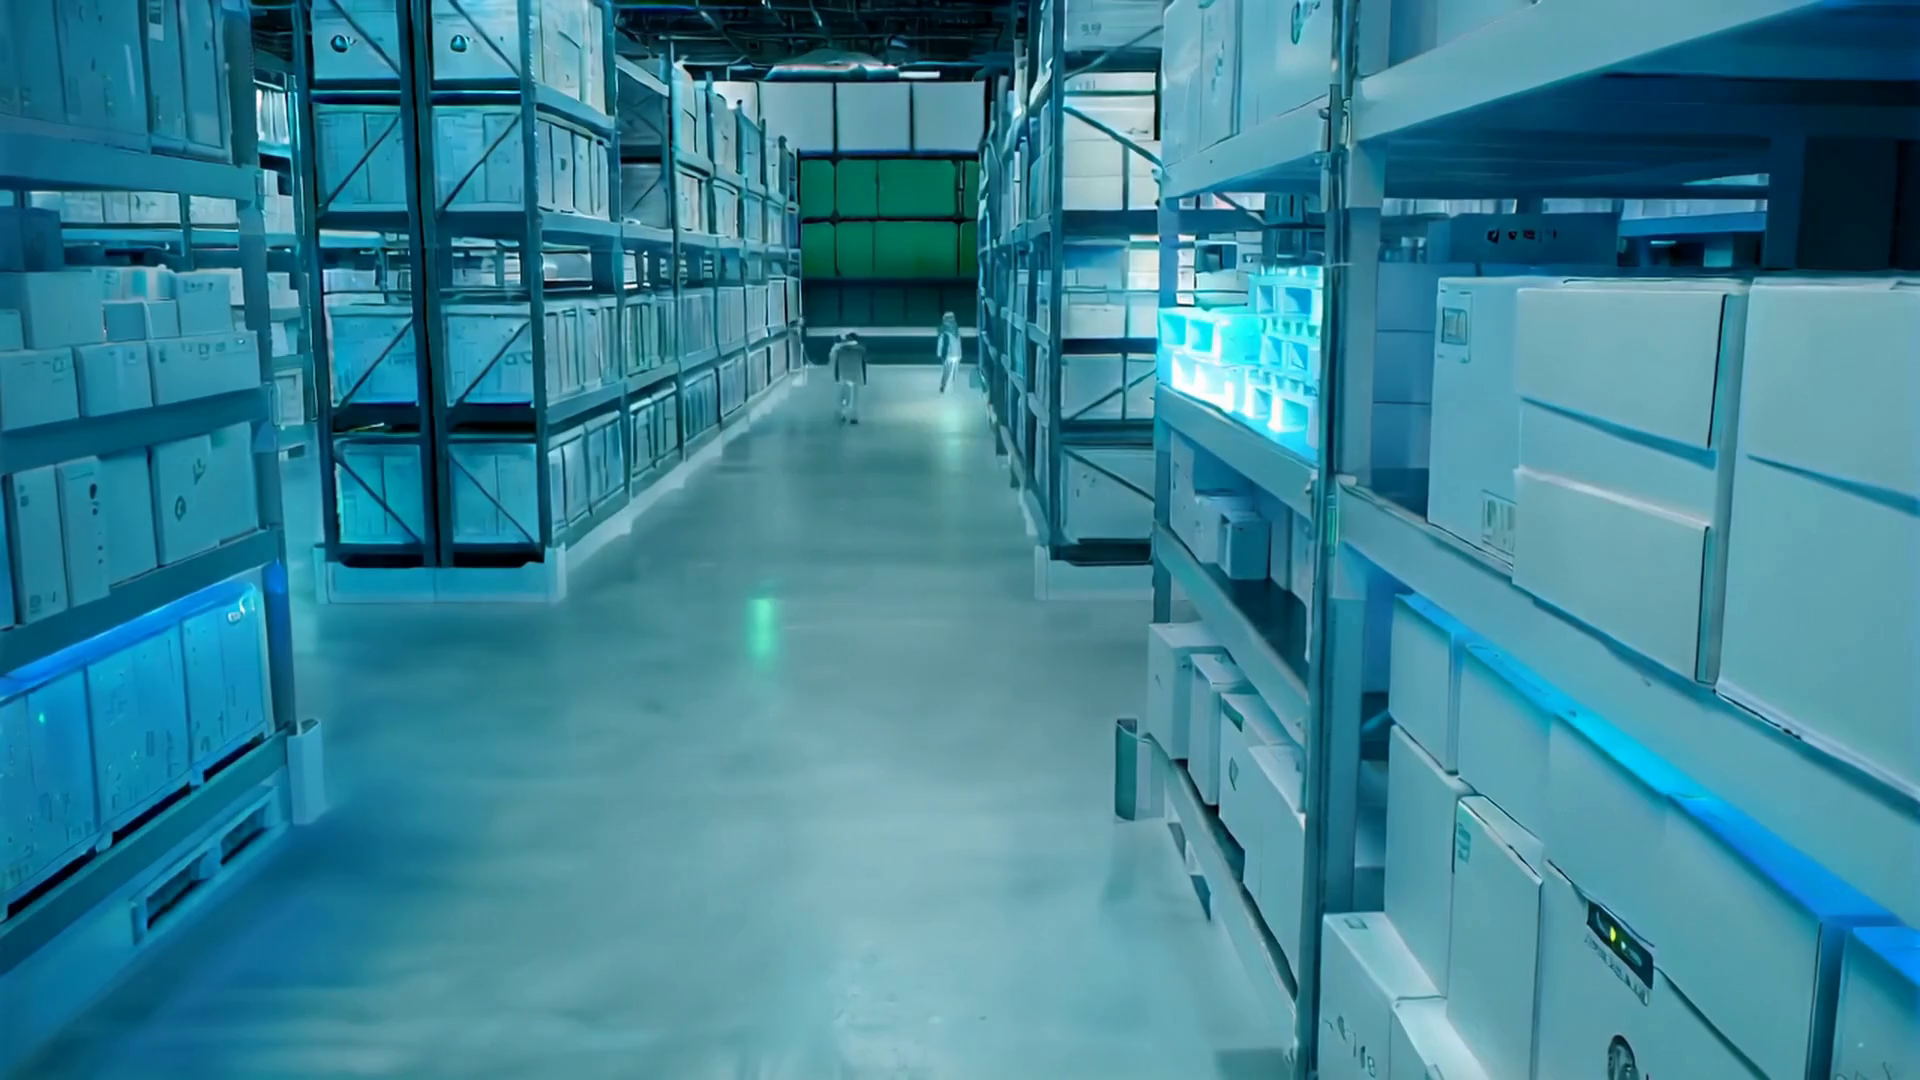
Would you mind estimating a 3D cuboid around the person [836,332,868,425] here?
[{"bbox_3d":[-2.097,-3.154,32.466,0.601,1.804,0.549,2,9,12],"label":"person"}]

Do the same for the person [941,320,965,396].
[{"bbox_3d":[-0.158,-4.337,39.715,0.509,1.828,0.675,7,11,36],"label":"person"}]

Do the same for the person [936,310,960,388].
[{"bbox_3d":[-0.289,-4.878,42.543,0.625,1.980,0.425,1,9,4],"label":"person"}]

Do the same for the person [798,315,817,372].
[{"bbox_3d":[-4.460,-5.618,47.814,0.581,1.735,0.576,-1,9,-6],"label":"person"}]

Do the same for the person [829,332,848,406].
[{"bbox_3d":[-2.641,-3.791,36.883,0.515,1.645,0.309,0,9,3],"label":"person"}]
